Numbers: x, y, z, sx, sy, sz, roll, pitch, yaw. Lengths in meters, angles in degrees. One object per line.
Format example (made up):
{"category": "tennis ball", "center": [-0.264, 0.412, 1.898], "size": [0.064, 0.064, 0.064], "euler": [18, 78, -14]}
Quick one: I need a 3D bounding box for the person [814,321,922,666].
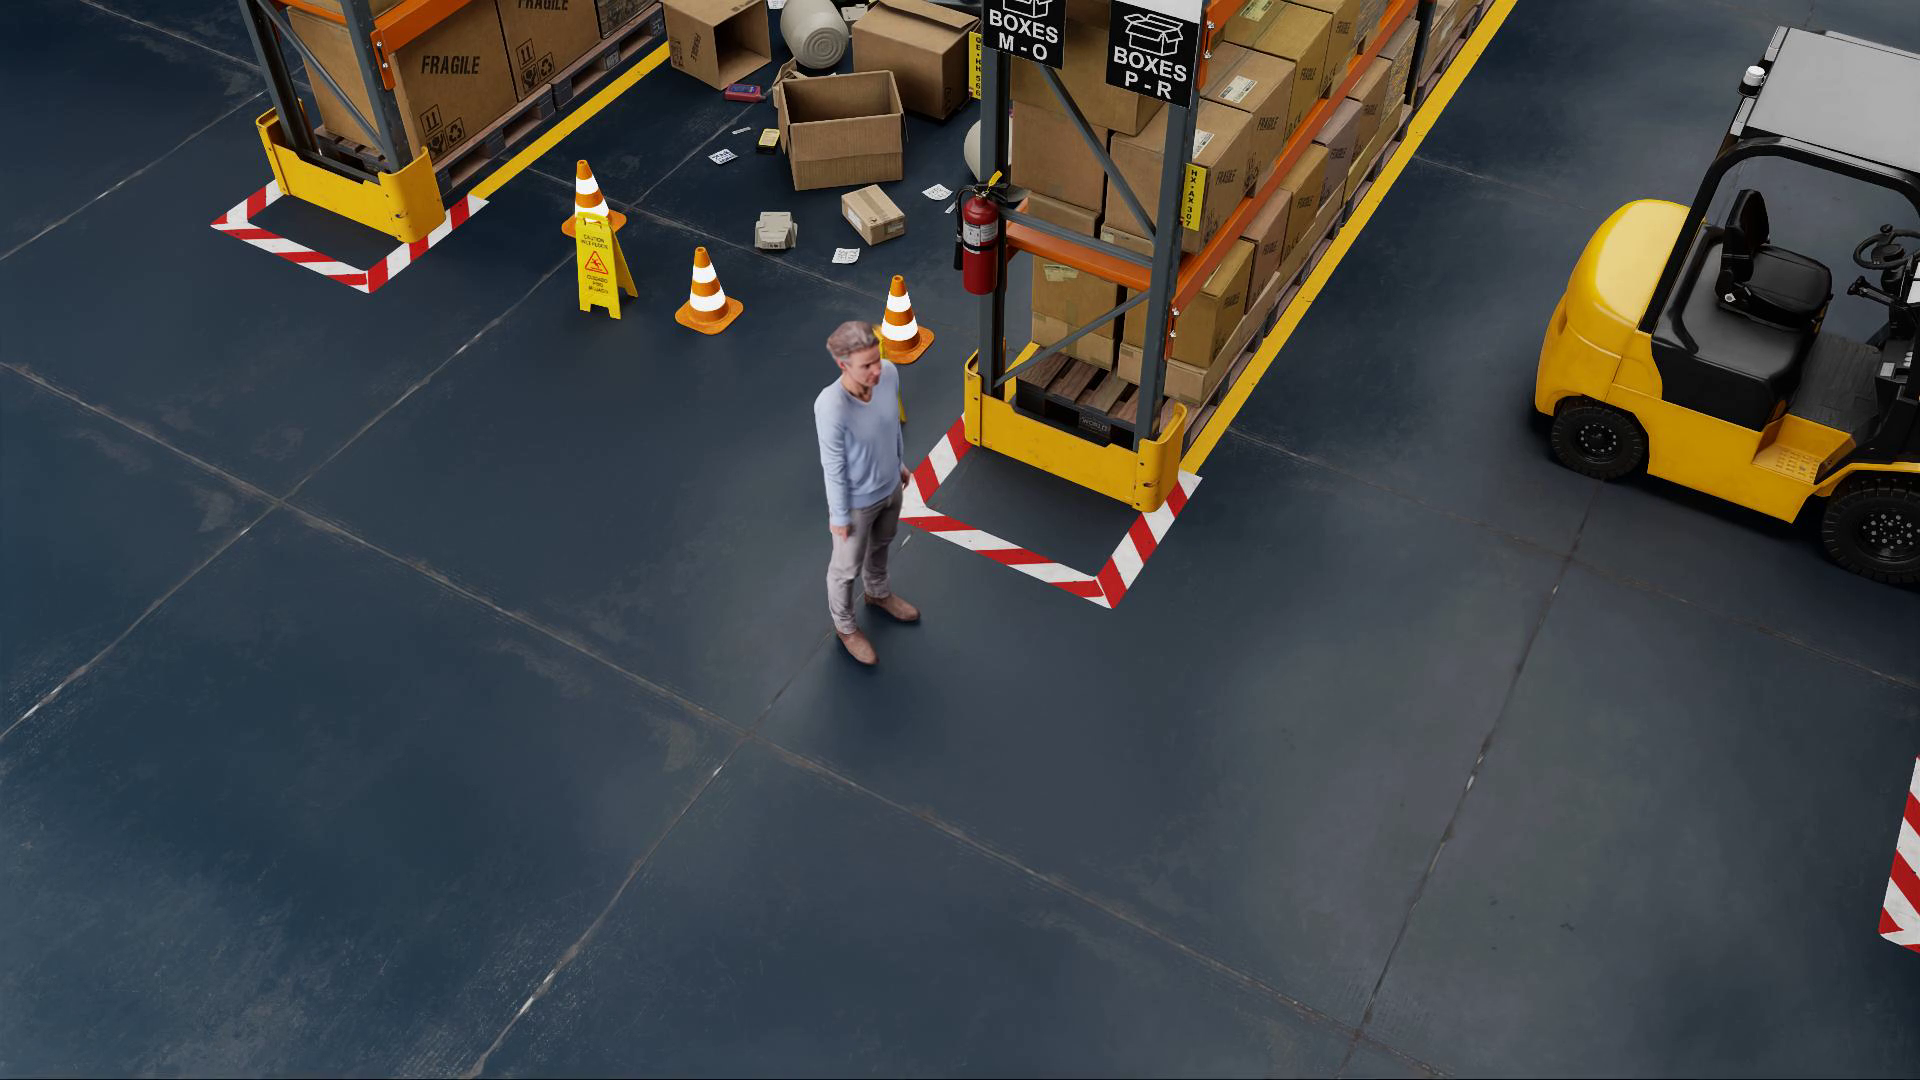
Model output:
{"category": "person", "center": [-0.436, -0.234, 7.497], "size": [0.750, 1.894, 0.551], "euler": [29, 54, 24]}
